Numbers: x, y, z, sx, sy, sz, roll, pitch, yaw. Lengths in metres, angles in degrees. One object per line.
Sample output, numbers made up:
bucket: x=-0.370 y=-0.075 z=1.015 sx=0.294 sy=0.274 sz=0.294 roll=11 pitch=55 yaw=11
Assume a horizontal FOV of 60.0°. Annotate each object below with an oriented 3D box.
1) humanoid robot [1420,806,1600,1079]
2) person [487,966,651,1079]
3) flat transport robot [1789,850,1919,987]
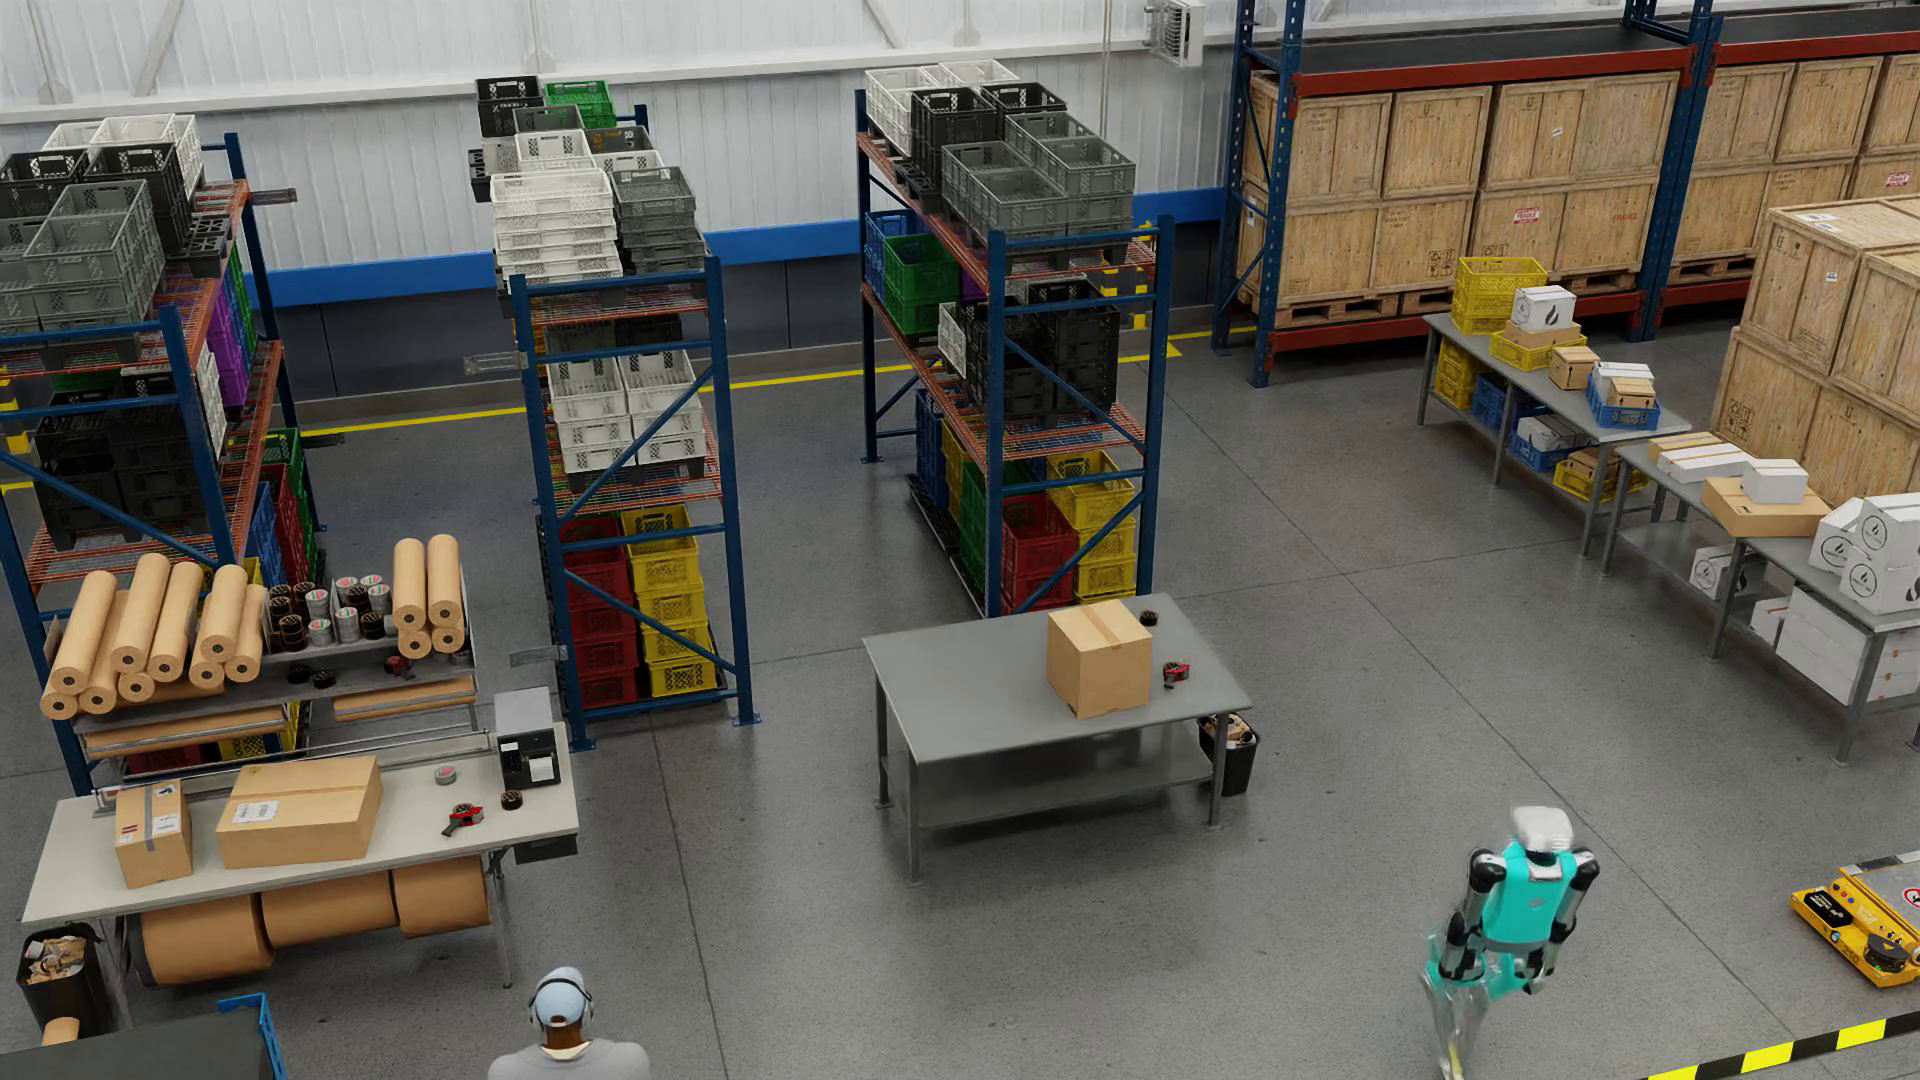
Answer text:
humanoid robot: x=2.337 y=1.824 z=7.434 sx=0.546 sy=1.879 sz=0.792 roll=-2 pitch=29 yaw=-4
person: x=-1.412 y=2.335 z=6.269 sx=0.598 sy=1.850 sz=0.394 roll=-5 pitch=29 yaw=-9
flat transport robot: x=5.163 y=1.916 z=8.676 sx=1.431 sy=0.231 sz=0.659 roll=-8 pitch=30 yaw=-14
